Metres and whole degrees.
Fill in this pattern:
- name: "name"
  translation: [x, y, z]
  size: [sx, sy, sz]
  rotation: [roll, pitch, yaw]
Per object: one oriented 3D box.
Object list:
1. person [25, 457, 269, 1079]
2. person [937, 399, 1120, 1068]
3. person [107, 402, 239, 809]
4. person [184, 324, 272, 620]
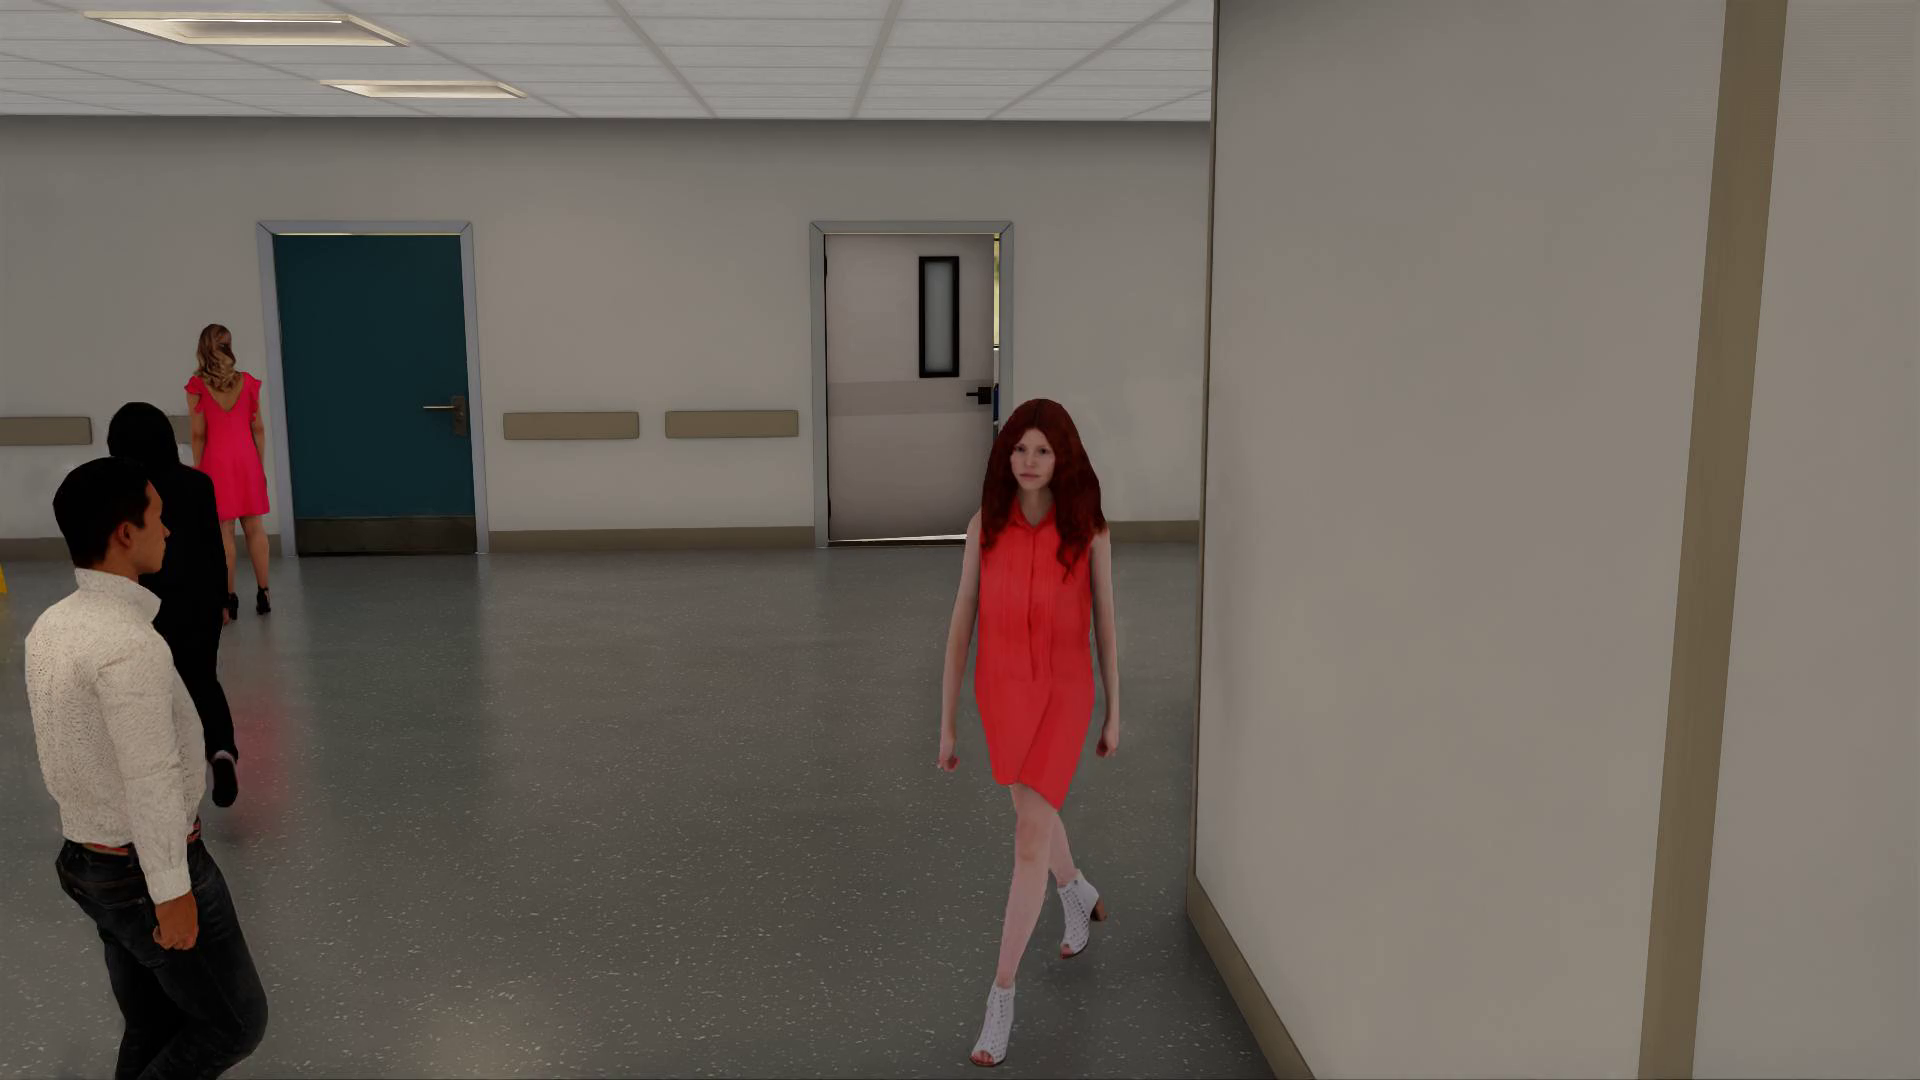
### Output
- name: "person"
  translation: [-1.822, 0.740, 3.512]
  size: [0.896, 1.795, 0.843]
  rotation: [-10, 15, -43]
- name: "person"
  translation: [0.247, 0.509, 4.782]
  size: [1.170, 1.777, 1.021]
  rotation: [4, 12, 21]
- name: "person"
  translation: [-3.062, 0.286, 6.443]
  size: [1.061, 1.594, 1.045]
  rotation: [-9, 14, -39]
- name: "person"
  translation: [-4.279, -0.408, 9.748]
  size: [0.625, 1.727, 0.720]
  rotation: [-8, 13, -35]
